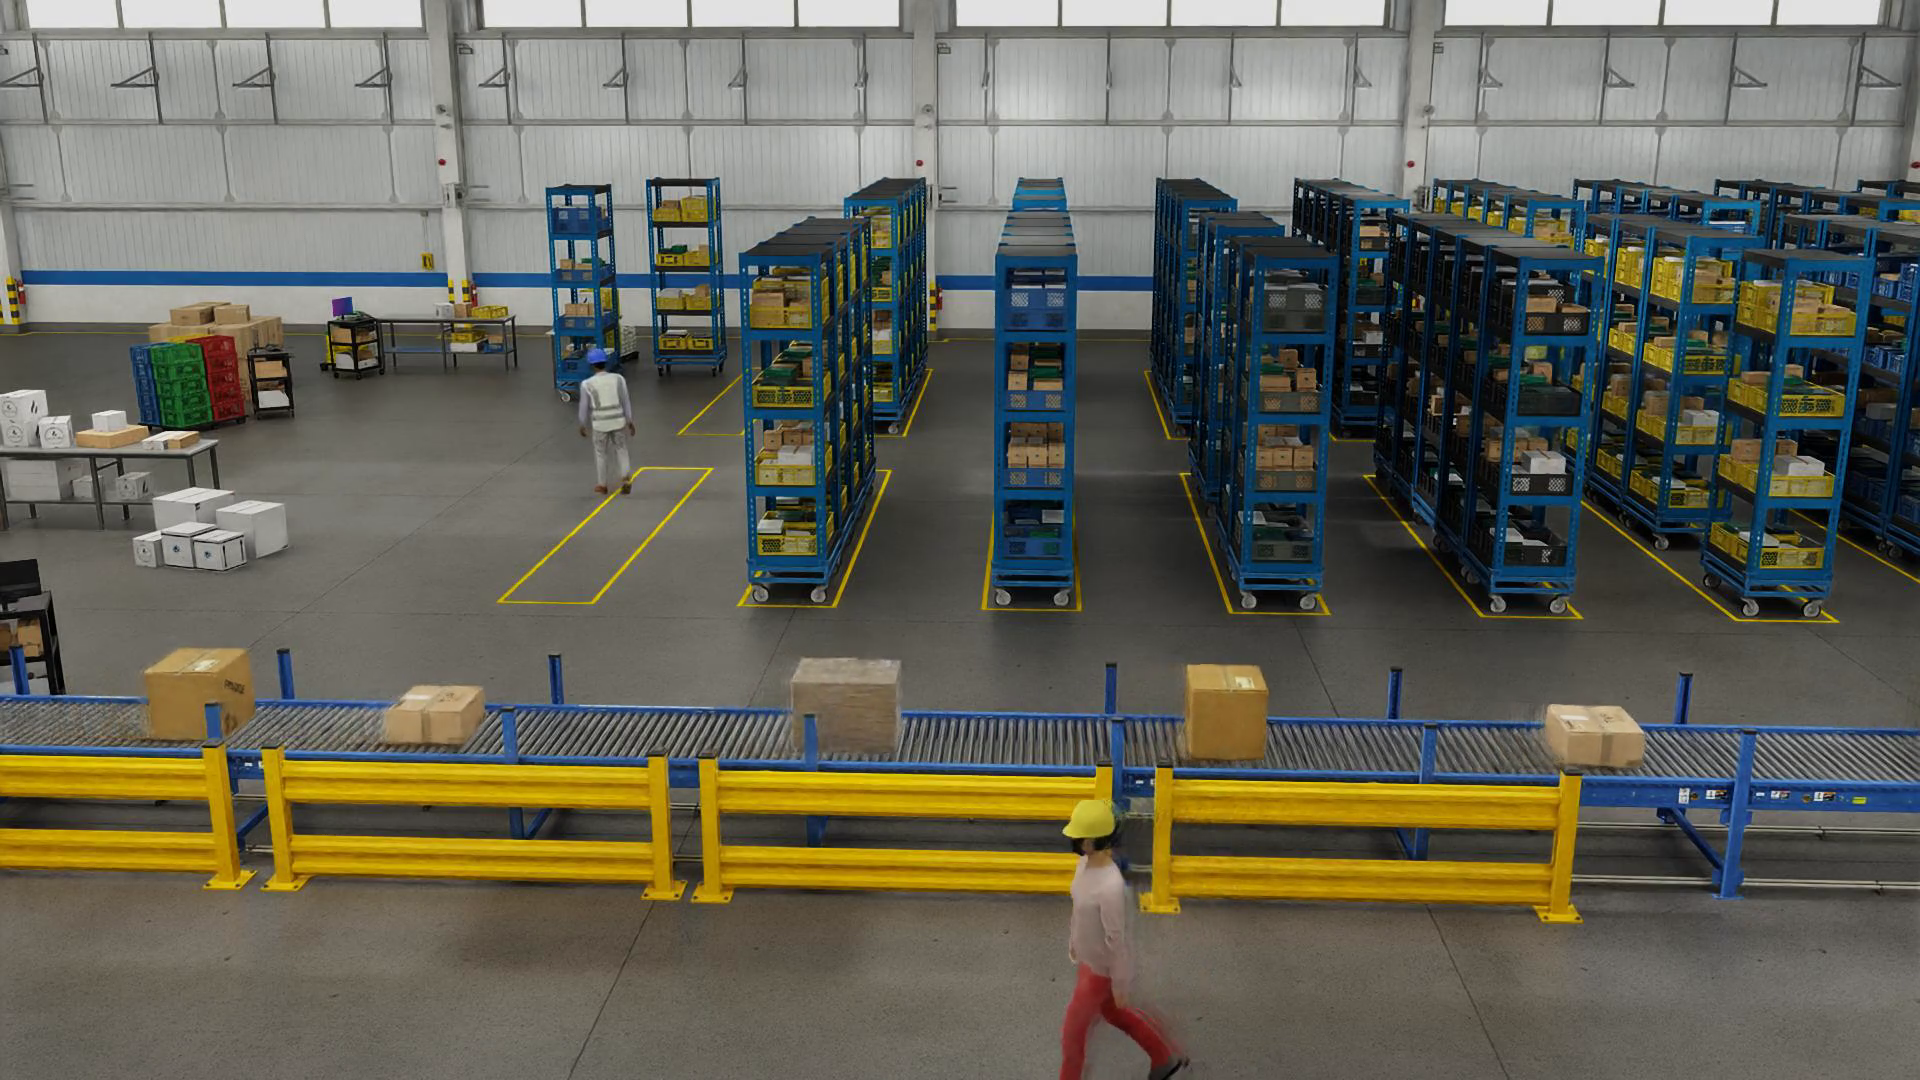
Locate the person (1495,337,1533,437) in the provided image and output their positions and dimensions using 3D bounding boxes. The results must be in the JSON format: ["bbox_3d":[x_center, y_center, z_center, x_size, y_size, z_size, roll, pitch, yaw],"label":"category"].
[{"bbox_3d":[8.057,-2.230,24.449,0.966,1.779,0.600,0,15,1],"label":"person"}]

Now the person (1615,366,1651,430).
[{"bbox_3d":[9.736,-2.216,24.293,0.668,1.822,0.605,4,16,13],"label":"person"}]

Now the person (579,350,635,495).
[{"bbox_3d":[-4.543,-1.486,21.419,0.654,1.920,0.826,-8,17,-27],"label":"person"}]

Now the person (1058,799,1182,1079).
[{"bbox_3d":[0.762,2.109,8.443,0.849,1.736,0.534,-3,15,-10],"label":"person"}]
